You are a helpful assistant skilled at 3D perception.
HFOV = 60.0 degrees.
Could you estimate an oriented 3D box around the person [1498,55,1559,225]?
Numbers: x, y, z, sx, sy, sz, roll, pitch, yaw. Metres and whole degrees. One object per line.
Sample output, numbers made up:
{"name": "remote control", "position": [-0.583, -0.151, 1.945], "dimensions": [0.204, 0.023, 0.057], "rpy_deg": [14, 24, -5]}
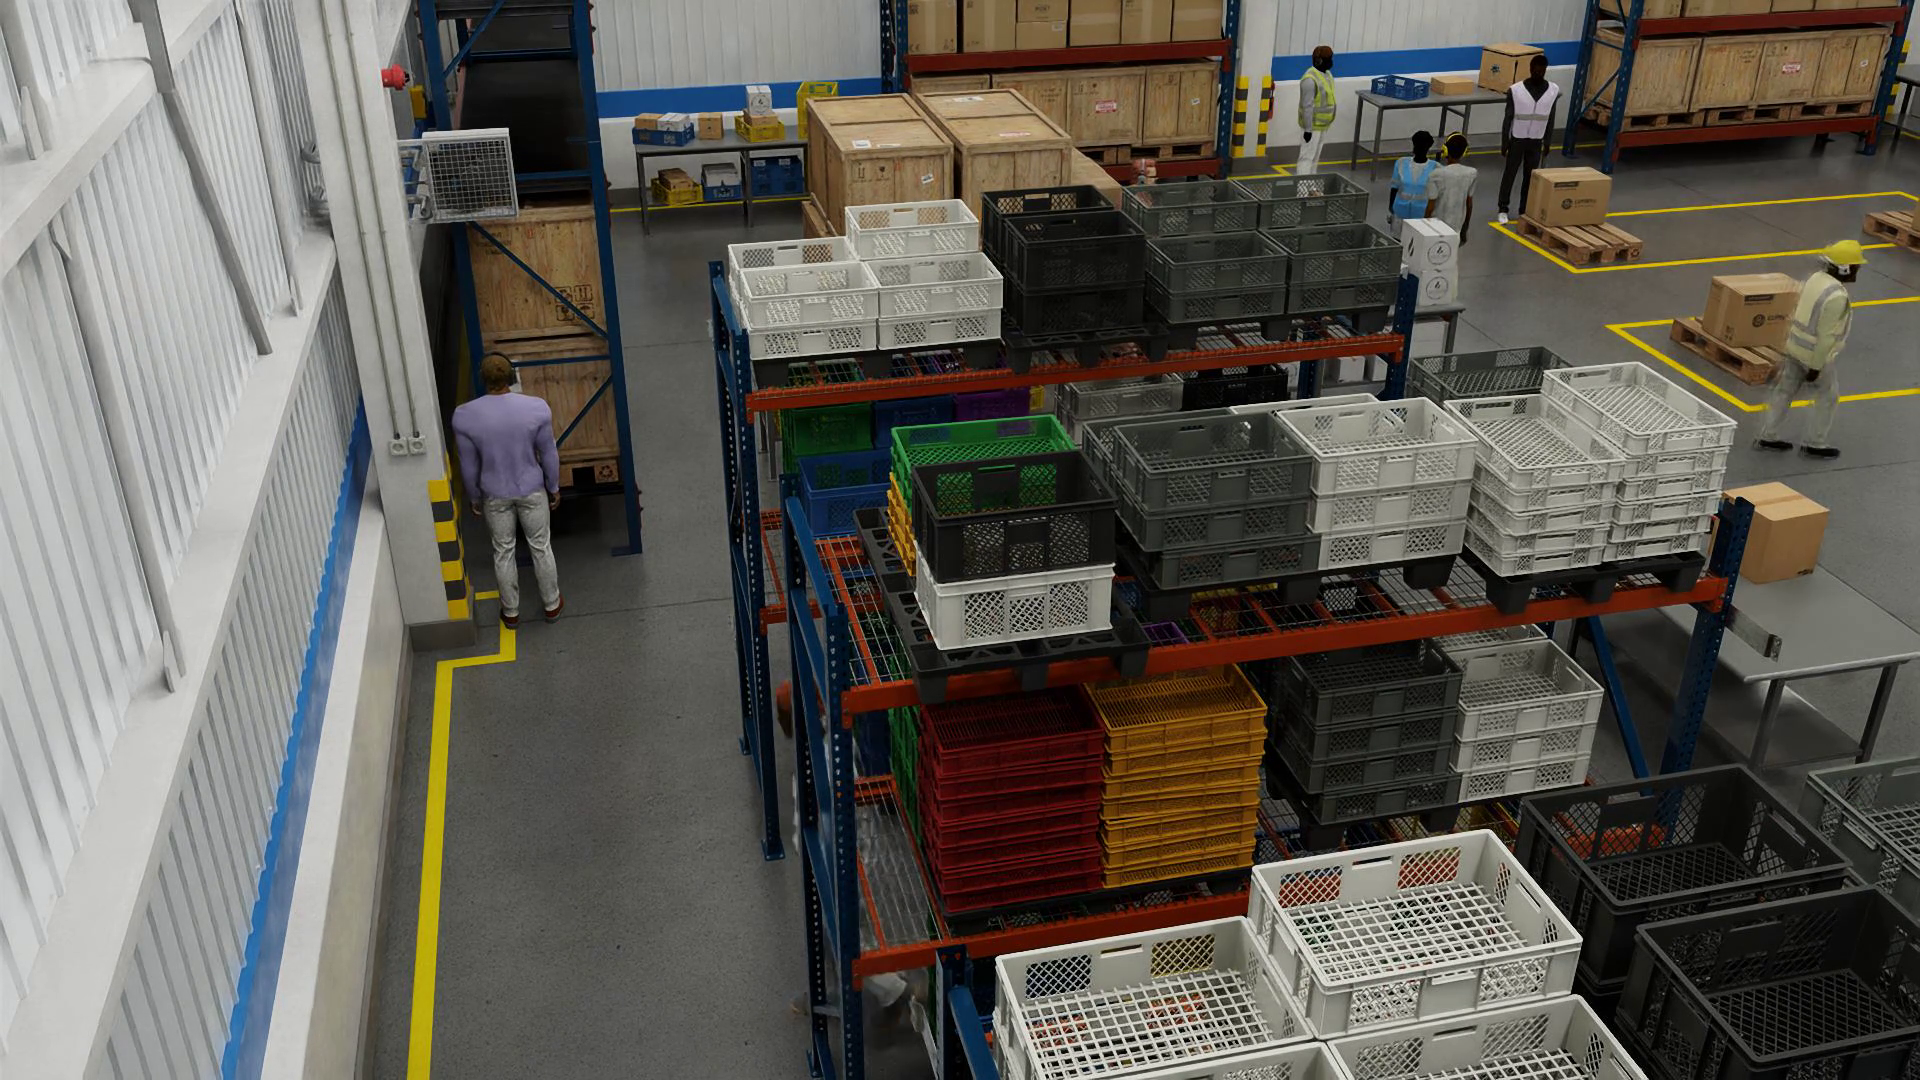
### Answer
{"name": "person", "position": [6.439, -4.554, 18.918], "dimensions": [0.580, 1.911, 0.393], "rpy_deg": [-1, 28, -1]}

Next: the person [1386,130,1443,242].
{"name": "person", "position": [4.545, -3.275, 16.712], "dimensions": [0.532, 1.696, 0.318], "rpy_deg": [13, 30, 23]}

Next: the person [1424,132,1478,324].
{"name": "person", "position": [4.641, -2.977, 15.962], "dimensions": [0.517, 1.873, 0.328], "rpy_deg": [-5, 28, -10]}

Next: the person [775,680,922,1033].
{"name": "person", "position": [-0.531, 1.451, 7.572], "dimensions": [0.557, 1.860, 0.593], "rpy_deg": [1, 28, 1]}

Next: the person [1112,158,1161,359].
{"name": "person", "position": [1.608, -2.498, 15.016], "dimensions": [0.401, 1.907, 0.646], "rpy_deg": [-2, 28, -4]}

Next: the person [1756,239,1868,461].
{"name": "person", "position": [6.893, -1.510, 13.238], "dimensions": [0.733, 1.810, 0.598], "rpy_deg": [1, 28, 1]}

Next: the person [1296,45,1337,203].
{"name": "person", "position": [4.206, -4.899, 19.639], "dimensions": [0.429, 1.843, 0.628], "rpy_deg": [15, 31, 26]}

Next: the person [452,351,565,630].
{"name": "person", "position": [-2.917, -0.321, 10.852], "dimensions": [0.630, 1.940, 0.372], "rpy_deg": [-7, 29, -13]}
